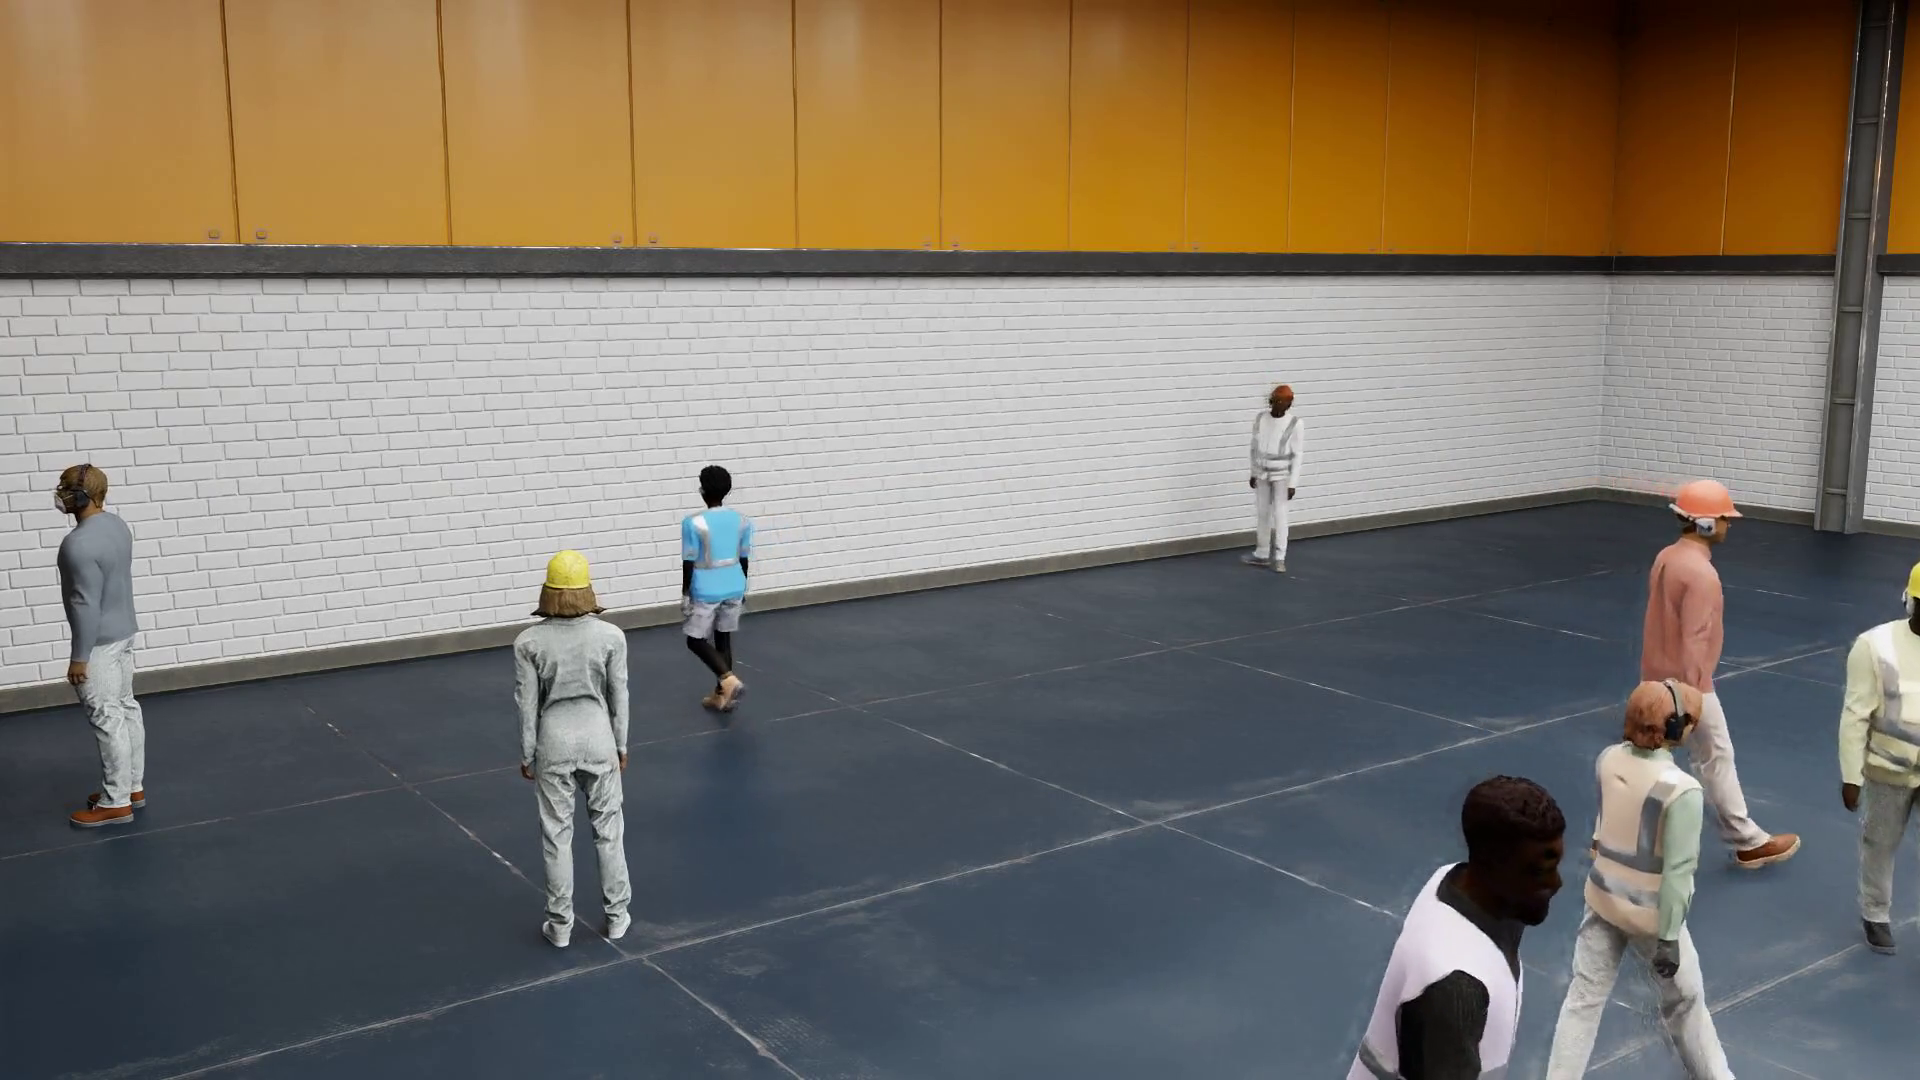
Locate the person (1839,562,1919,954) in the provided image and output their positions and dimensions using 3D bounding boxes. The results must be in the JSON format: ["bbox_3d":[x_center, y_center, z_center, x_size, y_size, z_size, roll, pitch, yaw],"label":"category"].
[{"bbox_3d":[3.979,0.953,6.886,0.618,1.778,0.928,2,10,14],"label":"person"}]

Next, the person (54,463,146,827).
[{"bbox_3d":[-4.602,0.553,8.888,0.371,1.940,0.630,-2,9,-10],"label":"person"}]

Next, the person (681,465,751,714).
[{"bbox_3d":[-1.572,0.347,10.942,0.540,1.677,0.521,-9,13,-43],"label":"person"}]

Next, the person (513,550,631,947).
[{"bbox_3d":[-1.694,0.908,7.298,0.487,1.744,0.312,-3,10,-17],"label":"person"}]

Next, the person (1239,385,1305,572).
[{"bbox_3d":[3.061,-0.615,16.382,0.403,1.847,0.747,-8,12,-42],"label":"person"}]

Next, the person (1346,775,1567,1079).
[{"bbox_3d":[1.121,1.417,3.792,0.882,1.859,0.590,5,10,26],"label":"person"}]

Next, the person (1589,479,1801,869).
[{"bbox_3d":[3.624,0.667,8.169,1.008,1.937,0.642,0,9,1],"label":"person"}]

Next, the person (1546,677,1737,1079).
[{"bbox_3d":[2.366,1.247,5.633,0.844,1.589,0.543,-3,10,-15],"label":"person"}]
